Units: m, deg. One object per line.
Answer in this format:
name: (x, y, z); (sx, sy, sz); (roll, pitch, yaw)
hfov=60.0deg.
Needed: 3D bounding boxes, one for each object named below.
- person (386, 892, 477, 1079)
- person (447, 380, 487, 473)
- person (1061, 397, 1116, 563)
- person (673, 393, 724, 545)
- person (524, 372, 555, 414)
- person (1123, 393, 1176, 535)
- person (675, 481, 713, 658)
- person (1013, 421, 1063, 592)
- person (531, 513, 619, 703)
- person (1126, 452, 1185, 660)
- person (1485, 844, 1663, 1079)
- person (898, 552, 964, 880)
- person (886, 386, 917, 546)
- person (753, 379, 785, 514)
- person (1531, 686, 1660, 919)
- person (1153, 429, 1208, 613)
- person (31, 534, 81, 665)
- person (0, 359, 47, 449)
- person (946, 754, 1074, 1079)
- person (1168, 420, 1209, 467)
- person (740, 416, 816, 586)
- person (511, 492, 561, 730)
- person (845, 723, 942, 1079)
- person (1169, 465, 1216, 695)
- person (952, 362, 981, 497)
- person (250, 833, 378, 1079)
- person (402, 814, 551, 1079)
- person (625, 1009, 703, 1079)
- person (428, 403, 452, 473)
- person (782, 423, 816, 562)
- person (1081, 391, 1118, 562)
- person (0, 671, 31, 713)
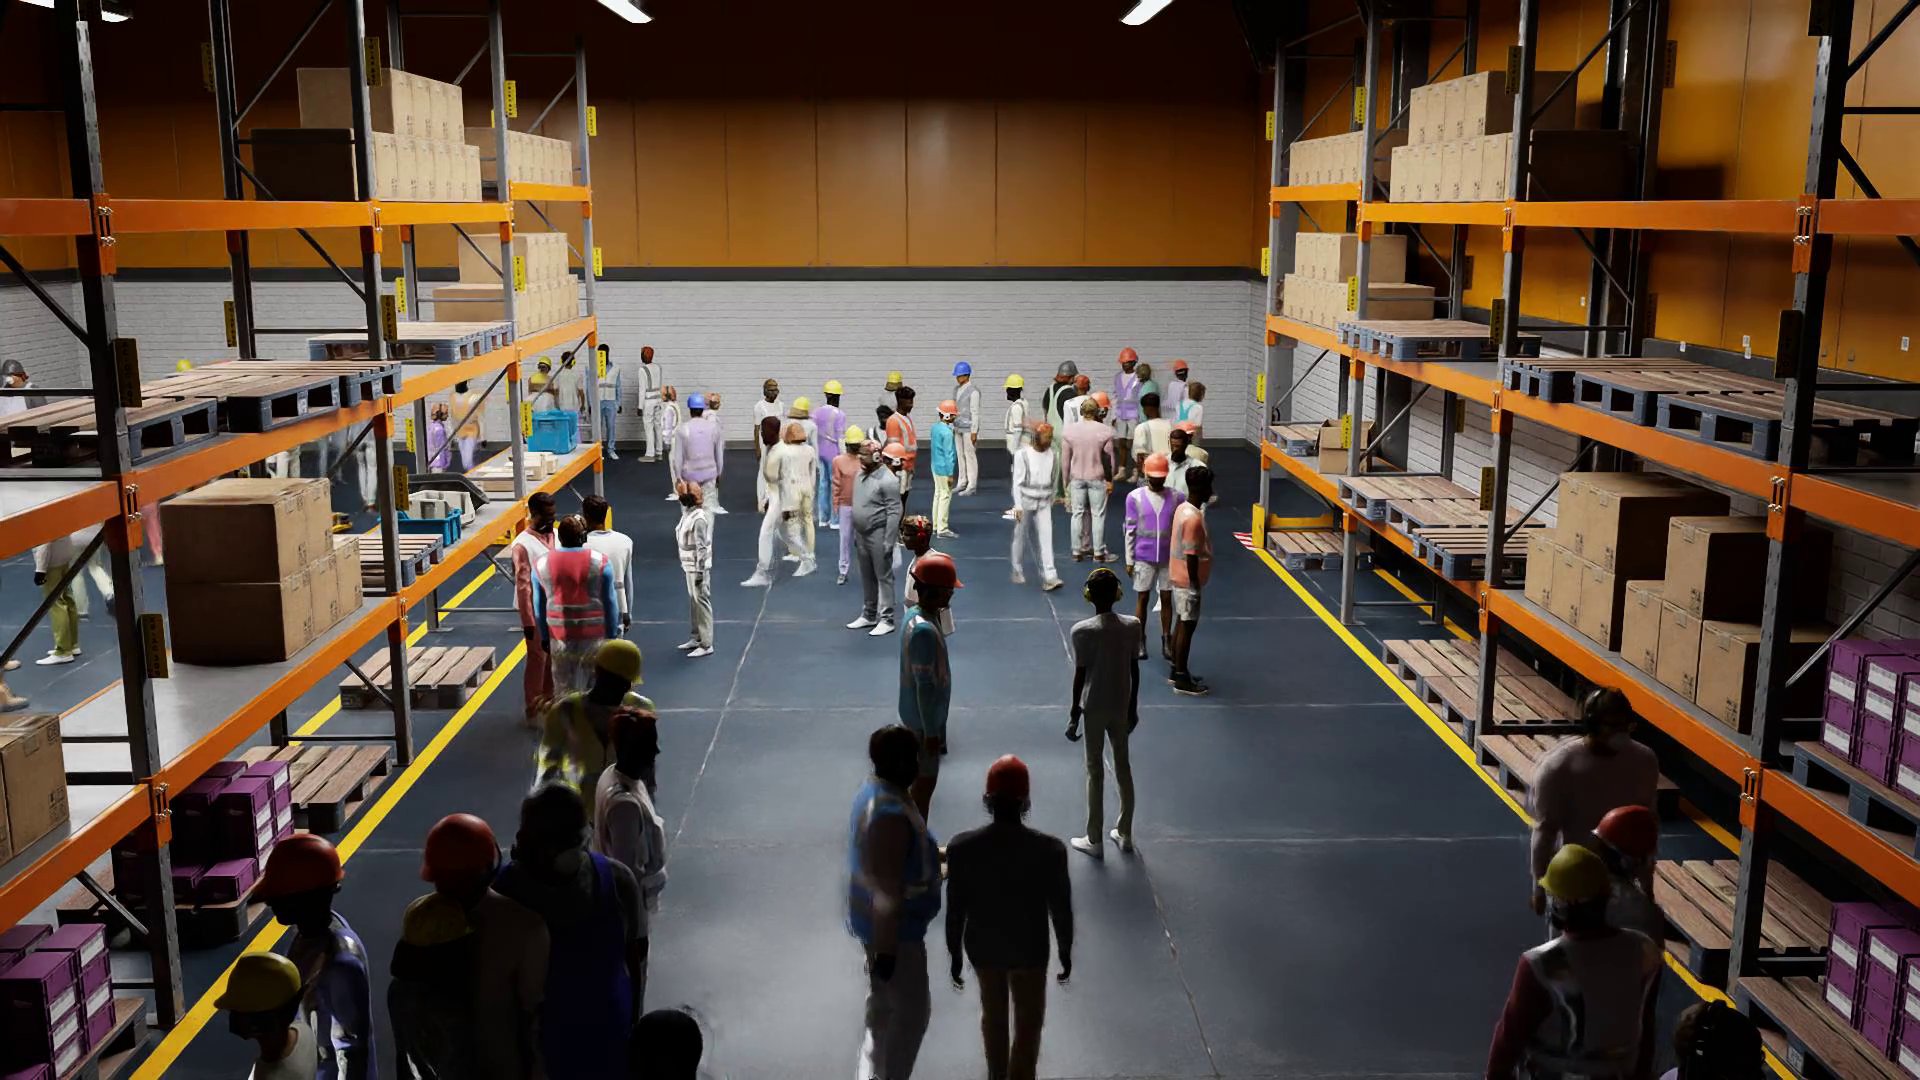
person: (-1.839, 2.090, 5.932); (0.321, 1.737, 0.488); (-9, 14, -38)
person: (-6.965, -1.485, 23.409); (0.596, 1.903, 0.516); (6, 13, 28)
person: (1.494, -0.692, 19.359); (0.635, 1.937, 0.353); (3, 12, 15)
person: (-3.139, -0.790, 19.876); (0.649, 1.922, 0.697); (-5, 12, -25)
person: (-6.172, -1.624, 24.585); (0.491, 1.714, 0.803); (-8, 14, -37)
person: (2.339, -0.827, 20.114); (0.645, 1.895, 1.041); (-5, 12, -22)
person: (-2.444, 0.260, 15.342); (0.313, 1.638, 0.513); (-5, 12, -22)
person: (0.829, -0.364, 17.995); (0.607, 1.818, 1.031); (-4, 12, -20)
person: (-2.889, 0.708, 12.585); (0.627, 1.844, 0.429); (-1, 11, -3)
person: (1.785, 0.149, 15.182); (0.549, 1.927, 0.393); (-1, 11, -3)
person: (2.229, 1.989, 6.278); (0.606, 1.788, 0.821); (-4, 12, -19)
person: (-0.179, 1.077, 10.275); (0.405, 2.032, 0.610); (-1, 11, -3)
person: (-0.705, -0.919, 20.433); (0.367, 1.964, 0.604); (3, 12, 13)
person: (-2.564, -1.260, 22.484); (0.500, 1.839, 0.349); (-11, 16, -43)
person: (3.004, 1.593, 7.994); (0.639, 1.915, 0.897); (-3, 12, -17)
person: (2.226, -0.191, 16.933); (0.590, 1.909, 0.385); (5, 12, 23)
person: (-8.251, 0.169, 15.071); (0.366, 1.926, 0.592); (-2, 11, -10)
person: (-13.103, -1.503, 23.167); (0.684, 2.000, 0.535); (2, 11, 8)
person: (0.211, 1.801, 7.390); (0.568, 1.727, 0.795); (3, 12, 14)
person: (2.537, -0.484, 18.816); (0.567, 1.741, 0.354); (-6, 13, -28)
person: (-1.994, -0.453, 18.374); (0.942, 1.860, 0.617); (-5, 12, -23)
person: (-3.331, 0.552, 13.209); (0.402, 1.909, 0.599); (3, 12, 15)
person: (-0.297, 1.736, 7.541); (0.434, 1.801, 0.689); (-2, 11, -11)
person: (1.973, 0.328, 14.180); (0.367, 1.962, 0.613); (0, 11, 1)
person: (0.067, -1.599, 23.915); (0.416, 1.939, 0.605); (-7, 13, -30)
person: (-2.289, 1.977, 5.979); (0.361, 1.938, 0.546); (-8, 14, -36)
person: (-1.762, 1.936, 6.078); (0.617, 1.986, 0.411); (4, 12, 17)
person: (-0.757, 2.232, 4.906); (0.966, 1.853, 0.600); (-10, 15, -41)
person: (-6.704, -0.955, 21.460); (0.313, 1.631, 0.525); (-5, 12, -25)
person: (-1.897, -0.561, 19.494); (0.503, 1.627, 0.280); (-11, 16, -43)
person: (1.602, -0.743, 19.470); (0.378, 1.996, 0.611); (-7, 13, -30)
person: (-7.996, 0.468, 13.361); (0.985, 2.001, 0.617); (4, 12, 21)
